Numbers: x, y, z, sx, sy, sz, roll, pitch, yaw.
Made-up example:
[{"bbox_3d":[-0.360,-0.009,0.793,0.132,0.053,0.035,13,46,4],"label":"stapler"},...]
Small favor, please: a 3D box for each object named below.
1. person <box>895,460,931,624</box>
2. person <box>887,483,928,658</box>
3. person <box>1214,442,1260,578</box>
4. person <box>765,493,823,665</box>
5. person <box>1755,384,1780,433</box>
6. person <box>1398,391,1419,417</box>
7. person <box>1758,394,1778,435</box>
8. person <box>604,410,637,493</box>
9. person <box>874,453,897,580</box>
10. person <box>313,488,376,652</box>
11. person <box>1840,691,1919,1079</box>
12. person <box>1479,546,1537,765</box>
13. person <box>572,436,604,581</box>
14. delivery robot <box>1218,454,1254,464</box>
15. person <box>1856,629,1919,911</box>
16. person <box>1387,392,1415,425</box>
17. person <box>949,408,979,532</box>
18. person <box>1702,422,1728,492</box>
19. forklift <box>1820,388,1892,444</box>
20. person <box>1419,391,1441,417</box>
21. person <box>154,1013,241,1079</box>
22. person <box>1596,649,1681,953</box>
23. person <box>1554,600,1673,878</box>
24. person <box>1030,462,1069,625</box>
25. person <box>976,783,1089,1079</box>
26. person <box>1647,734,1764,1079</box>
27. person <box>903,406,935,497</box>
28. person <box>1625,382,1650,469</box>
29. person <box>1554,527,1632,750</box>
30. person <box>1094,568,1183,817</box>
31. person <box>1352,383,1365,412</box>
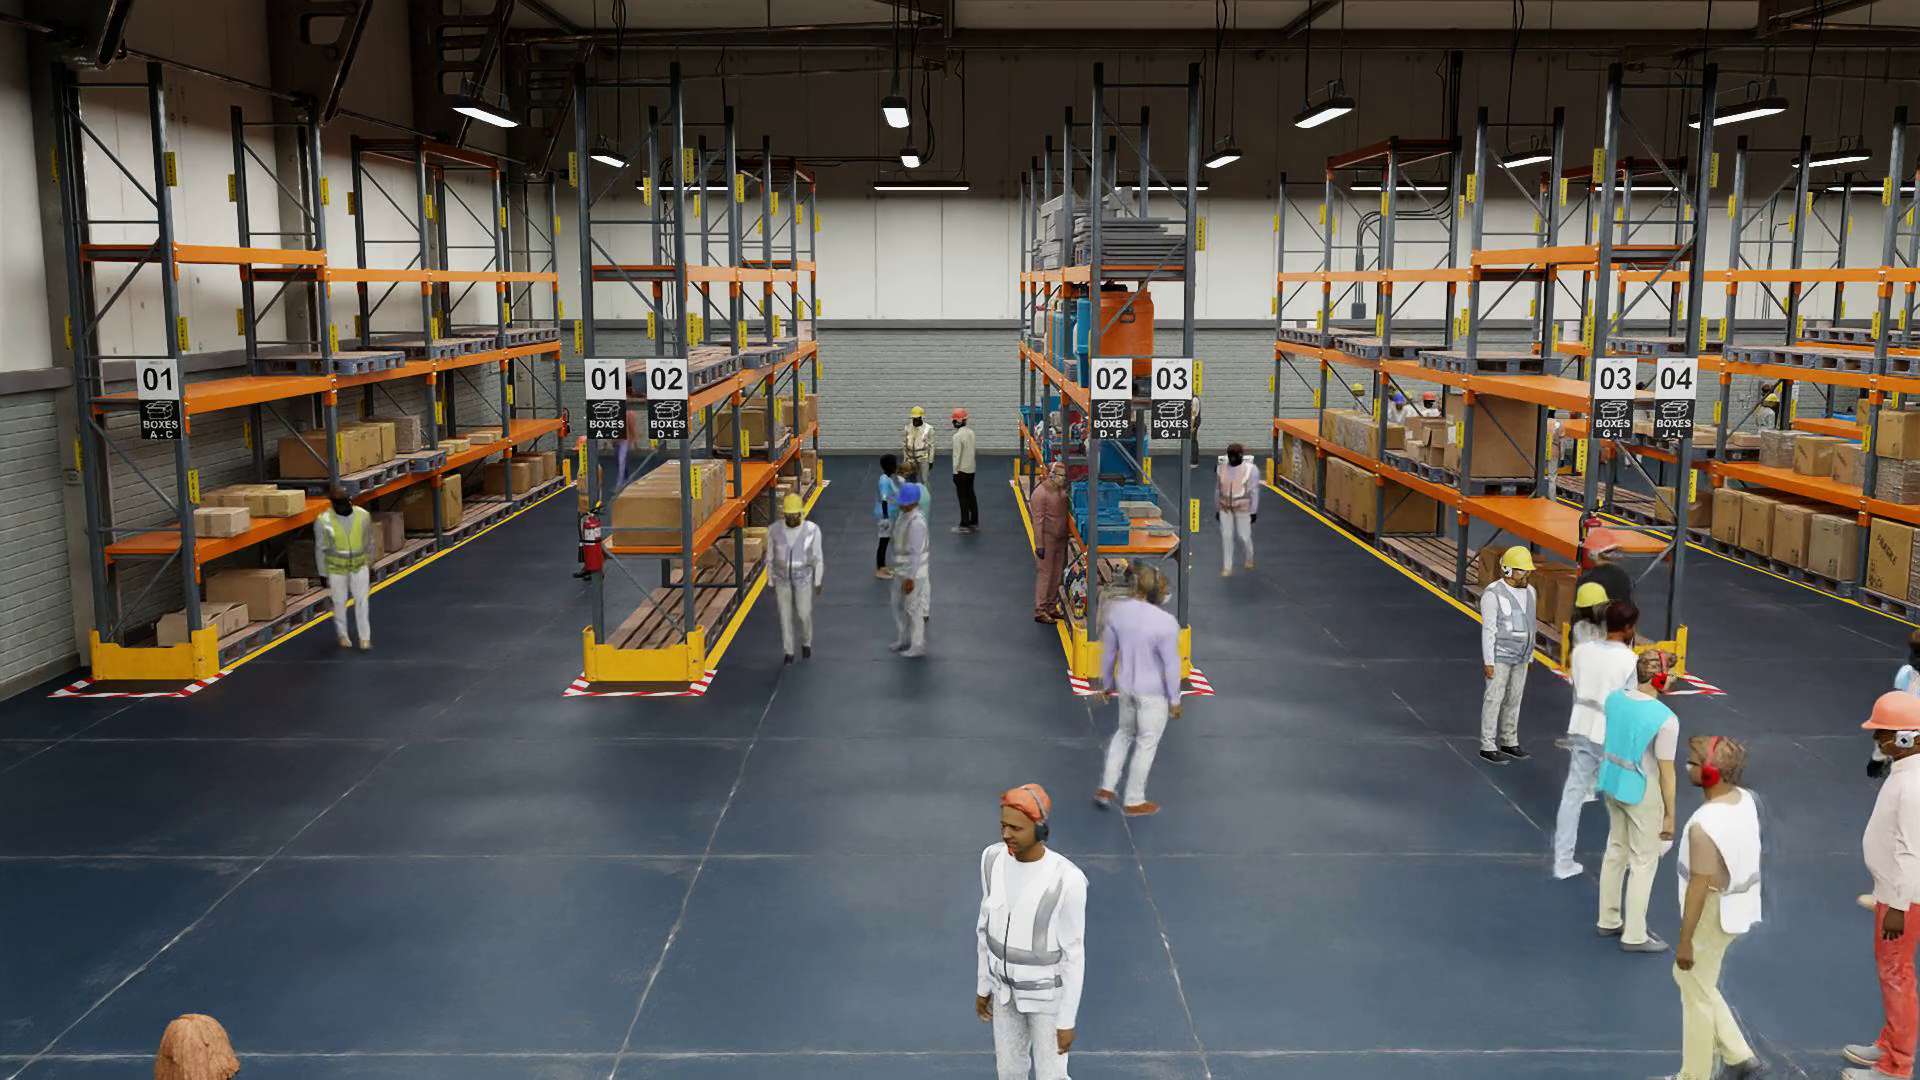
[{"bbox_3d":[-0.557,0.023,19.381,0.379,1.932,0.622,-6,11,-33],"label":"person"},{"bbox_3d":[-0.538,0.325,17.521,0.425,1.892,0.674,-4,10,-22],"label":"person"},{"bbox_3d":[3.749,-0.417,22.507,0.625,1.832,0.572,5,10,28],"label":"person"},{"bbox_3d":[-1.726,0.407,17.257,0.586,1.813,0.434,0,9,2],"label":"person"},{"bbox_3d":[16.986,-2.367,35.044,0.429,1.837,0.626,0,9,-2],"label":"person"},{"bbox_3d":[8.923,-2.085,33.352,0.630,1.799,0.407,-4,10,-24],"label":"person"},{"bbox_3d":[16.302,-2.090,33.581,0.325,1.732,0.489,0,9,-2],"label":"person"},{"bbox_3d":[-6.435,-1.897,31.660,0.639,1.956,1.002,3,9,18],"label":"person"},{"bbox_3d":[-0.985,-0.318,22.298,0.319,1.695,0.542,0,9,2],"label":"person"},{"bbox_3d":[-6.585,0.320,17.886,0.656,1.787,0.918,-5,10,-30],"label":"person"},{"bbox_3d":[4.635,1.726,8.247,0.410,1.980,0.624,4,10,25],"label":"person"},{"bbox_3d":[4.550,0.948,13.760,0.585,1.824,0.404,-5,10,-29],"label":"person"},{"bbox_3d":[-4.974,-0.428,22.231,0.357,1.938,0.545,-7,11,-37],"label":"person"},{"bbox_3d":[5.654,-1.621,34.034,0.707,0.478,0.477,-4,9,-23],"label":"delivery robot"},{"bbox_3d":[6.018,1.448,10.560,0.833,1.809,0.623,0,9,-2],"label":"person"},{"bbox_3d":[8.333,-1.873,31.628,0.657,1.914,0.769,2,9,14],"label":"person"},{"bbox_3d":[0.030,-1.110,26.509,0.424,1.982,0.627,5,10,28],"label":"person"},{"bbox_3d":[13.020,-1.243,28.592,0.523,1.607,0.872,1,9,4],"label":"person"},{"bbox_3d":[20.072,-3.110,36.462,1.873,2.768,1.129,0,9,0],"label":"forklift"},{"bbox_3d":[8.793,-1.833,31.267,0.547,1.938,0.379,-6,11,-35],"label":"person"},{"bbox_3d":[-2.435,2.339,5.447,0.500,1.628,0.295,-9,12,-44],"label":"person"},{"bbox_3d":[4.022,1.545,9.882,0.400,1.832,0.572,-3,9,-17],"label":"person"},{"bbox_3d":[4.392,1.320,11.168,0.993,1.863,0.617,-5,10,-29],"label":"person"},{"bbox_3d":[1.082,0.027,19.464,0.401,1.893,0.656,6,11,34],"label":"person"},{"bbox_3d":[0.293,1.951,7.112,0.573,1.880,0.359,8,12,44],"label":"person"},{"bbox_3d":[3.605,1.832,8.006,0.435,1.835,0.589,8,12,42],"label":"person"},{"bbox_3d":[-0.727,-1.420,28.987,0.598,1.824,0.403,4,10,24],"label":"person"},{"bbox_3d":[14.415,-2.430,35.391,0.527,1.856,0.345,6,11,36],"label":"person"},{"bbox_3d":[5.375,0.878,13.751,0.618,1.963,0.892,-6,11,-36],"label":"person"},{"bbox_3d":[1.325,1.136,12.328,0.417,1.902,0.748,-8,12,-42],"label":"person"},{"bbox_3d":[8.819,-2.610,36.929,0.319,1.737,0.486,3,9,20],"label":"person"}]
